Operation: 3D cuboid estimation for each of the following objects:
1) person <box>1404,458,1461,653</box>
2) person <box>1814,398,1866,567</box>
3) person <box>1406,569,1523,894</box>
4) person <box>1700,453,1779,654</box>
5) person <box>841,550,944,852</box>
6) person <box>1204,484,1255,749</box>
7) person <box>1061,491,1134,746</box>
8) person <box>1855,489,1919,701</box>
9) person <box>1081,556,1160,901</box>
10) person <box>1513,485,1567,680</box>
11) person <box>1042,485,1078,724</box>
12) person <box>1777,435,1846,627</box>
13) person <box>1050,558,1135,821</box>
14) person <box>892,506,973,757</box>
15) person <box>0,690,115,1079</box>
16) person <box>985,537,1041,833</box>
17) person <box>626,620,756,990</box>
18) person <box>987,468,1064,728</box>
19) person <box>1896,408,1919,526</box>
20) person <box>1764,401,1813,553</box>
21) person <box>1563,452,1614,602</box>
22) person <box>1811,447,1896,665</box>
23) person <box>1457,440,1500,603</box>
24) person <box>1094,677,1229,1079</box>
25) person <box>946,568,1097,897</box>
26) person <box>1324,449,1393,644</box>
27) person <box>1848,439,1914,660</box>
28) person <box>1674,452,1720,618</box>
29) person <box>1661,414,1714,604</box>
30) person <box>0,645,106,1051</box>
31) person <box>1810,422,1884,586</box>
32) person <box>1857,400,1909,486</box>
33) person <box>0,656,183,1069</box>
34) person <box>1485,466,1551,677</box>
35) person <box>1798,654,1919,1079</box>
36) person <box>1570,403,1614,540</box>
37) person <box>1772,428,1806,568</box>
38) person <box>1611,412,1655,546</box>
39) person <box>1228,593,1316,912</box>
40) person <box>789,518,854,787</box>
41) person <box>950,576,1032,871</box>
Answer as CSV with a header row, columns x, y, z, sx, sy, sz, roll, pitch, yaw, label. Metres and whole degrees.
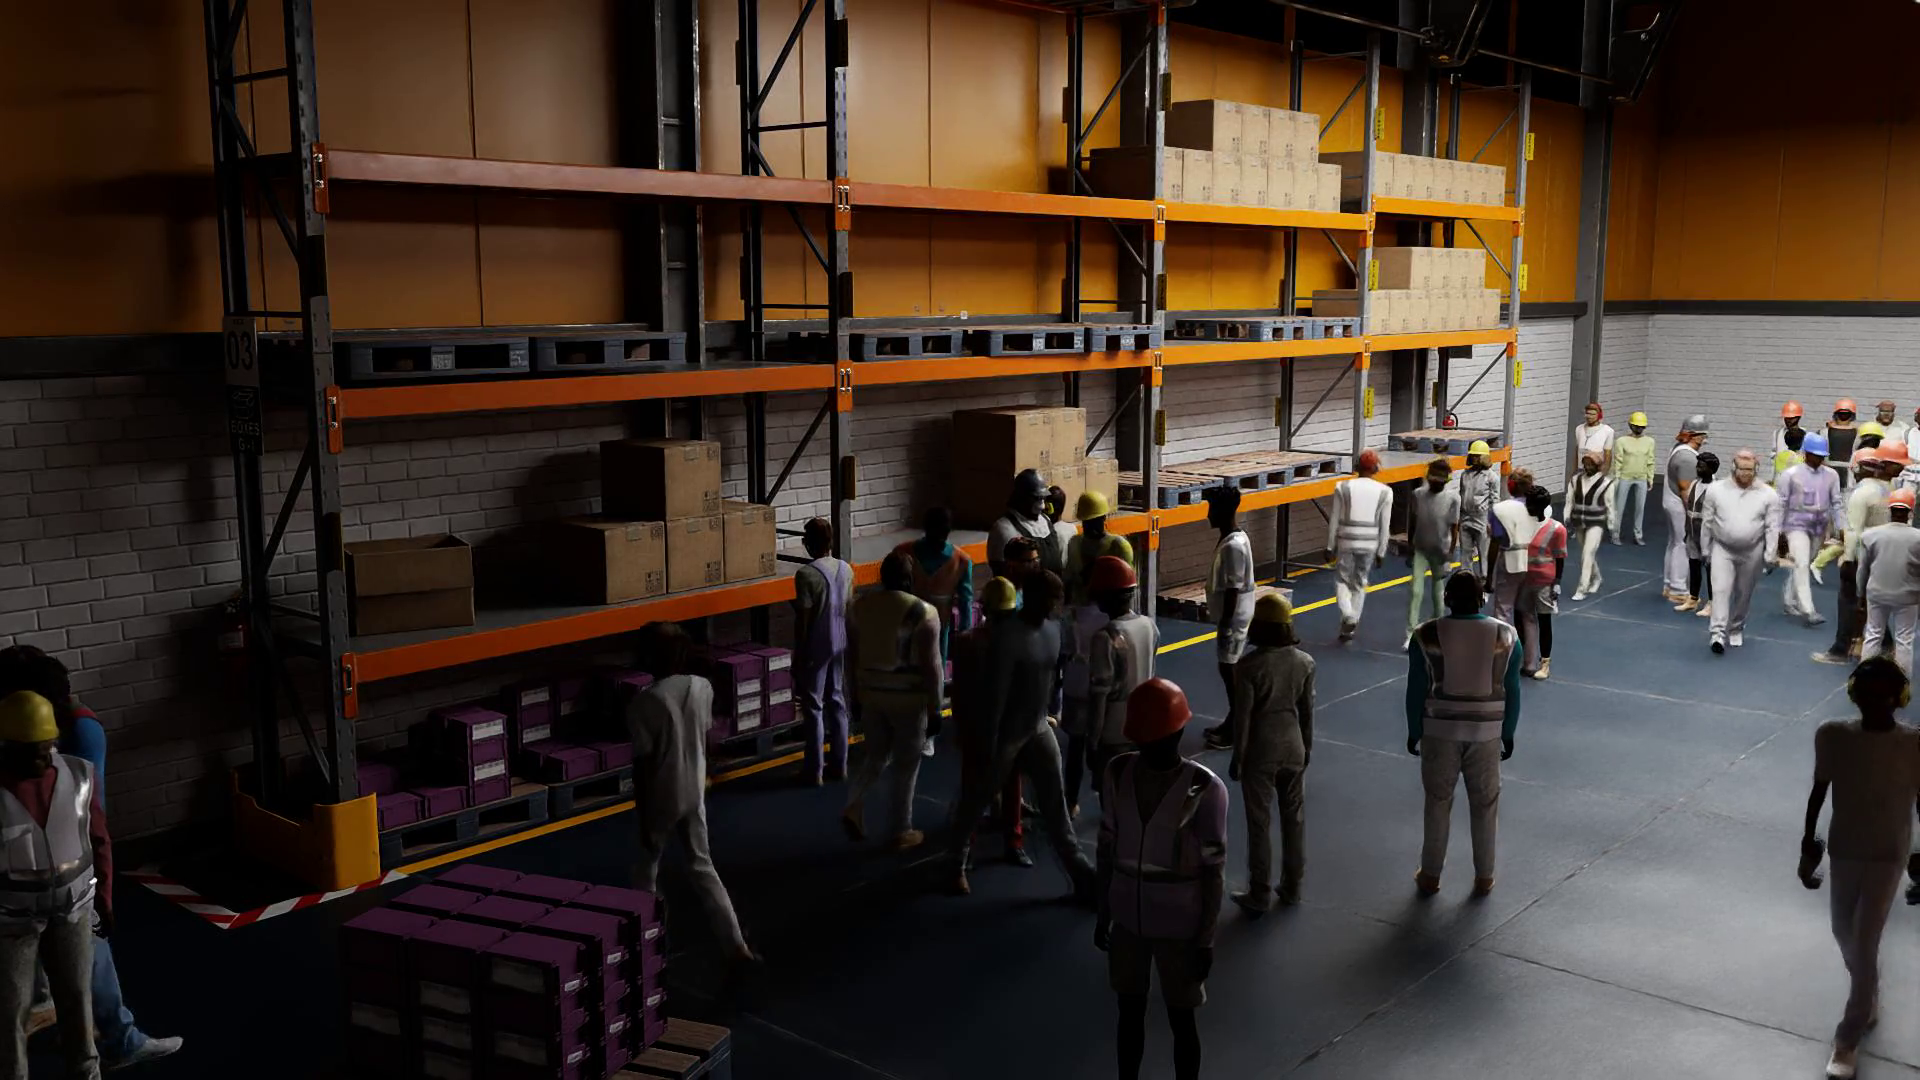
x,y,z,sx,sy,sz,roll,pitch,yaw,label
4.331,0.145,15.357,0.542,1.813,0.888,6,10,33,person
10.591,-0.687,20.055,0.611,2.032,0.411,5,10,28,person
2.803,1.073,9.317,0.624,1.840,0.429,1,9,8,person
7.189,0.129,15.352,0.653,1.849,1.006,4,10,22,person
-0.406,0.980,9.967,0.655,1.822,0.517,5,10,32,person
1.980,0.556,12.276,0.387,1.956,0.603,1,9,8,person
0.965,0.584,12.260,0.587,1.902,0.610,-8,12,-41,person
7.661,0.448,13.639,0.567,1.744,0.350,8,12,41,person
0.861,1.044,9.208,0.389,1.930,0.543,8,12,40,person
4.958,0.361,14.368,0.322,1.692,0.533,-8,12,-43,person
0.722,0.499,12.934,0.329,1.864,0.508,5,10,30,person
8.533,-0.095,16.610,0.621,1.897,0.952,-1,9,-8,person
0.853,0.957,10.547,0.593,1.686,0.371,1,9,4,person
-0.229,0.663,11.882,0.631,1.860,0.607,0,9,-2,person
-3.705,1.489,6.680,0.403,1.825,0.593,8,12,41,person
0.334,0.886,10.482,0.396,1.847,0.565,4,9,21,person
-1.359,1.281,8.069,0.515,1.815,0.875,-8,12,-42,person
0.543,0.464,12.586,0.536,2.000,0.688,7,11,37,person
12.154,-0.766,21.050,0.350,1.879,0.578,-7,11,-38,person
10.496,-0.794,21.076,0.386,1.929,0.548,-5,10,-28,person
6.847,-0.172,18.055,0.784,1.603,0.503,-7,11,-39,person
8.098,0.150,14.905,0.578,1.959,0.718,7,11,40,person
5.508,-0.194,17.779,0.289,1.746,0.484,-7,11,-39,person
0.753,1.470,6.449,0.543,1.932,0.365,6,11,33,person
0.354,1.075,9.182,1.052,1.860,0.714,7,11,36,person
3.749,0.078,15.626,0.615,1.868,0.493,1,9,4,person
8.326,0.094,15.022,0.608,2.032,0.409,-7,11,-37,person
7.621,-0.058,17.058,0.317,1.696,0.539,-3,9,-17,person
7.812,-0.346,17.808,0.536,2.000,0.688,2,9,15,person
-4.112,1.365,7.455,0.642,1.835,0.430,3,9,17,person
9.866,-0.350,18.354,0.799,1.892,0.656,3,9,21,person
12.105,-0.895,21.871,0.650,1.889,0.418,3,9,17,person
-3.934,1.419,7.005,1.023,1.862,0.603,-5,10,-29,person
4.836,0.288,14.401,0.567,1.837,0.400,-2,9,-13,person
4.035,1.378,7.384,0.506,1.838,0.883,7,11,40,person
8.389,-0.901,22.049,0.388,1.838,0.563,-5,10,-31,person
9.943,-0.507,19.979,0.318,1.691,0.537,0,9,-2,person
8.736,-0.785,21.564,0.526,1.759,0.343,0,9,2,person
1.706,1.159,9.132,0.499,1.727,0.448,-3,9,-17,person
-0.943,0.761,11.352,0.357,1.835,0.516,7,12,40,person
0.205,1.066,9.641,0.536,1.754,0.385,-2,9,-10,person
